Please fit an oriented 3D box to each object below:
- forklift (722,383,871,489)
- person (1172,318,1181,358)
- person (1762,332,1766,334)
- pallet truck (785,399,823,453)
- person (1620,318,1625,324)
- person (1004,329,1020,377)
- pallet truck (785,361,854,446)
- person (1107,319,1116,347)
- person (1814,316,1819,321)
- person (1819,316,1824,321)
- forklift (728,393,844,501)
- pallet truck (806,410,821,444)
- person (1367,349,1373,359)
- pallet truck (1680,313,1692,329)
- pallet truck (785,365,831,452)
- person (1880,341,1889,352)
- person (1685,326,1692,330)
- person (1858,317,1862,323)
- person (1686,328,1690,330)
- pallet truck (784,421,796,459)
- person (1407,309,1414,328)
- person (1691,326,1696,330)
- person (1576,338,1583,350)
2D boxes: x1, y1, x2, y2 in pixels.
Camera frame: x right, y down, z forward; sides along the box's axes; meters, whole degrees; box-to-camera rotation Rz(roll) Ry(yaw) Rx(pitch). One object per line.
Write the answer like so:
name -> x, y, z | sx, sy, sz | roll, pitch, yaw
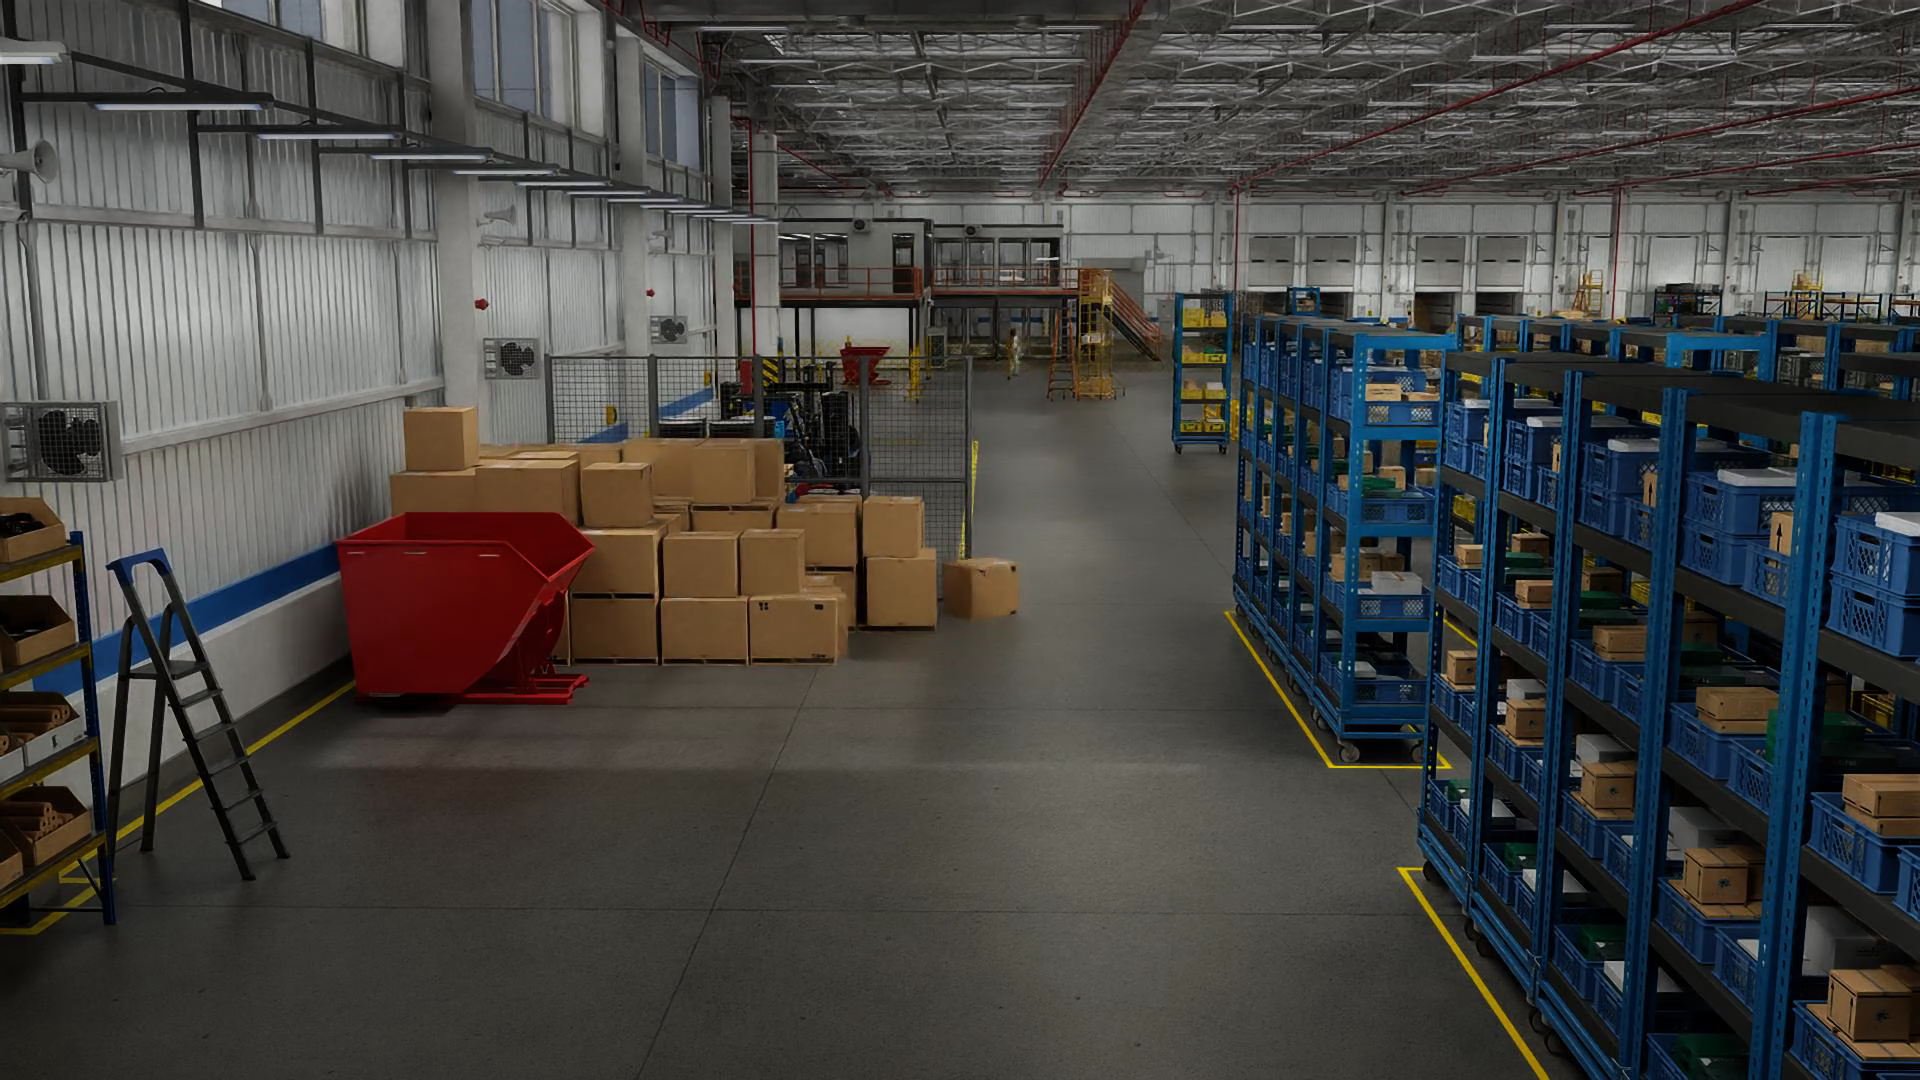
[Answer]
forklift -> -2.893, -1.687, 28.729 | 2.680, 1.987, 1.157 | 0, 9, -1
person -> 10.159, -9.452, 77.777 | 0.552, 1.932, 0.377 | -8, 12, -42
person -> 36.974, -9.192, 76.275 | 0.635, 1.914, 0.857 | -3, 10, -15
pallet truck -> -3.814, -2.432, 36.419 | 1.630, 1.274, 0.653 | 0, 9, 1
person -> 30.836, -9.415, 77.605 | 0.586, 1.919, 0.398 | 8, 12, 40
person -> 1.984, -7.236, 64.317 | 0.746, 1.859, 0.612 | 0, 9, 1
pallet truck -> -3.410, -3.193, 38.978 | 1.885, 1.965, 0.823 | 0, 9, -1
person -> 8.135, -11.304, 89.573 | 0.633, 1.816, 0.796 | -8, 12, -42
person -> 41.211, -9.799, 80.015 | 0.395, 1.910, 0.586 | -1, 9, -7
person -> 42.962, -10.246, 83.014 | 0.621, 1.835, 0.430 | 2, 9, 13
forklift -> -2.979, -1.316, 26.476 | 2.680, 1.987, 1.157 | 0, 9, 1
pallet truck -> -3.559, -2.018, 33.905 | 1.522, 1.261, 0.704 | 0, 9, -1
person -> 13.574, -5.804, 55.121 | 1.036, 1.987, 0.626 | 1, 9, 6
pallet truck -> 36.315, -10.531, 84.244 | 0.823, 1.965, 1.885 | -6, 11, -33
pallet truck -> -3.774, -2.976, 37.635 | 1.885, 1.965, 0.823 | 1, 9, 5
person -> 35.496, -7.159, 63.704 | 0.870, 1.914, 0.544 | 5, 10, 27
person -> 33.390, -9.199, 76.604 | 0.848, 1.827, 0.588 | 9, 13, 44
person -> 44.625, -10.152, 82.559 | 0.976, 1.783, 0.512 | -1, 9, -5
person -> 26.660, -6.786, 61.149 | 0.380, 1.995, 0.611 | -4, 10, -25
pallet truck -> -4.013, -1.793, 32.705 | 1.601, 1.201, 0.680 | 0, 9, 1
person -> 25.605, -12.184, 94.688 | 0.398, 1.918, 0.586 | 6, 11, 34
person -> 37.132, -10.424, 84.554 | 0.554, 1.667, 0.682 | -6, 11, -34
person -> 24.801, -7.803, 67.277 | 0.716, 2.000, 0.541 | 2, 10, 15
